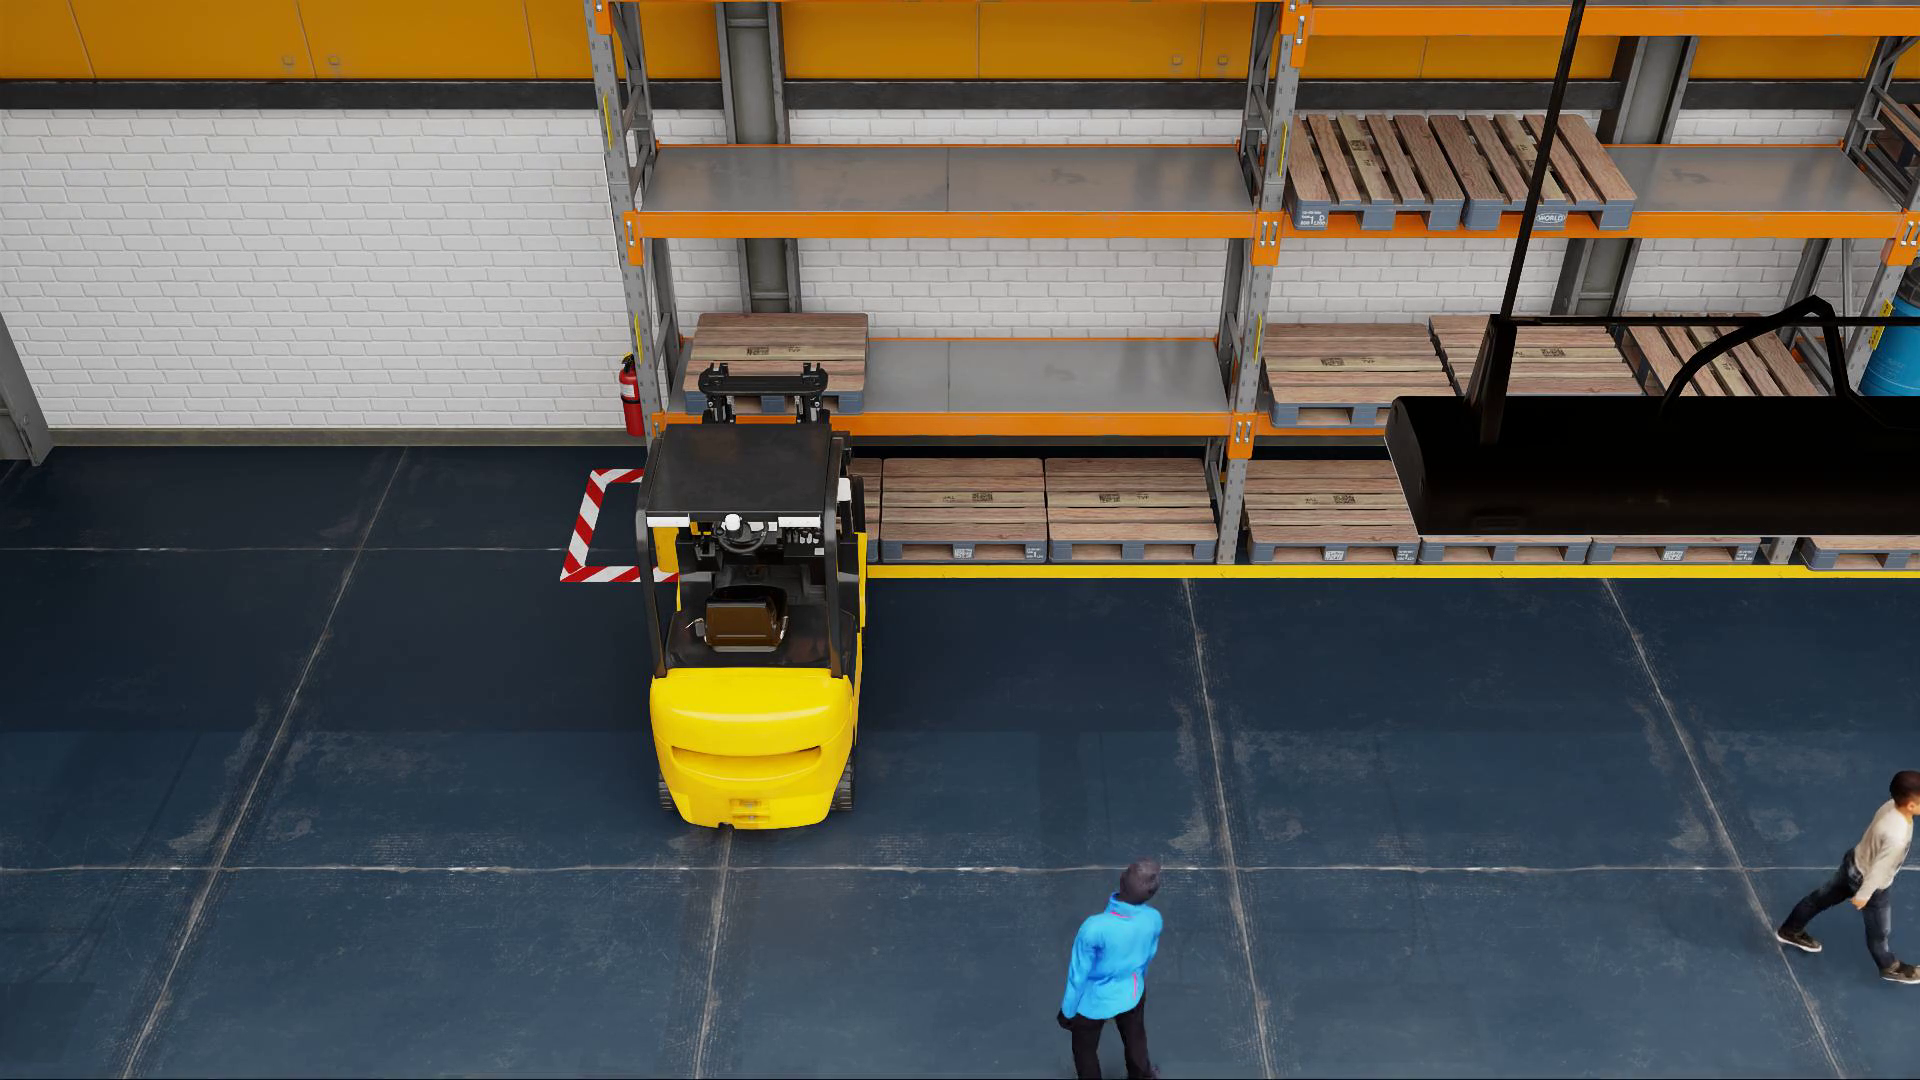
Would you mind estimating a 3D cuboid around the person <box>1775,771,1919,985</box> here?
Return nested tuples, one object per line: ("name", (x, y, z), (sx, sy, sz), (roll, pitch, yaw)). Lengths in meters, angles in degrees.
("person", (4.768, 1.765, 8.880), (1.055, 1.432, 0.811), (14, 41, 17))

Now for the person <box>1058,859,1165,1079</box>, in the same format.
("person", (0.688, 2.230, 8.028), (0.726, 1.769, 0.897), (-30, 48, -32))
